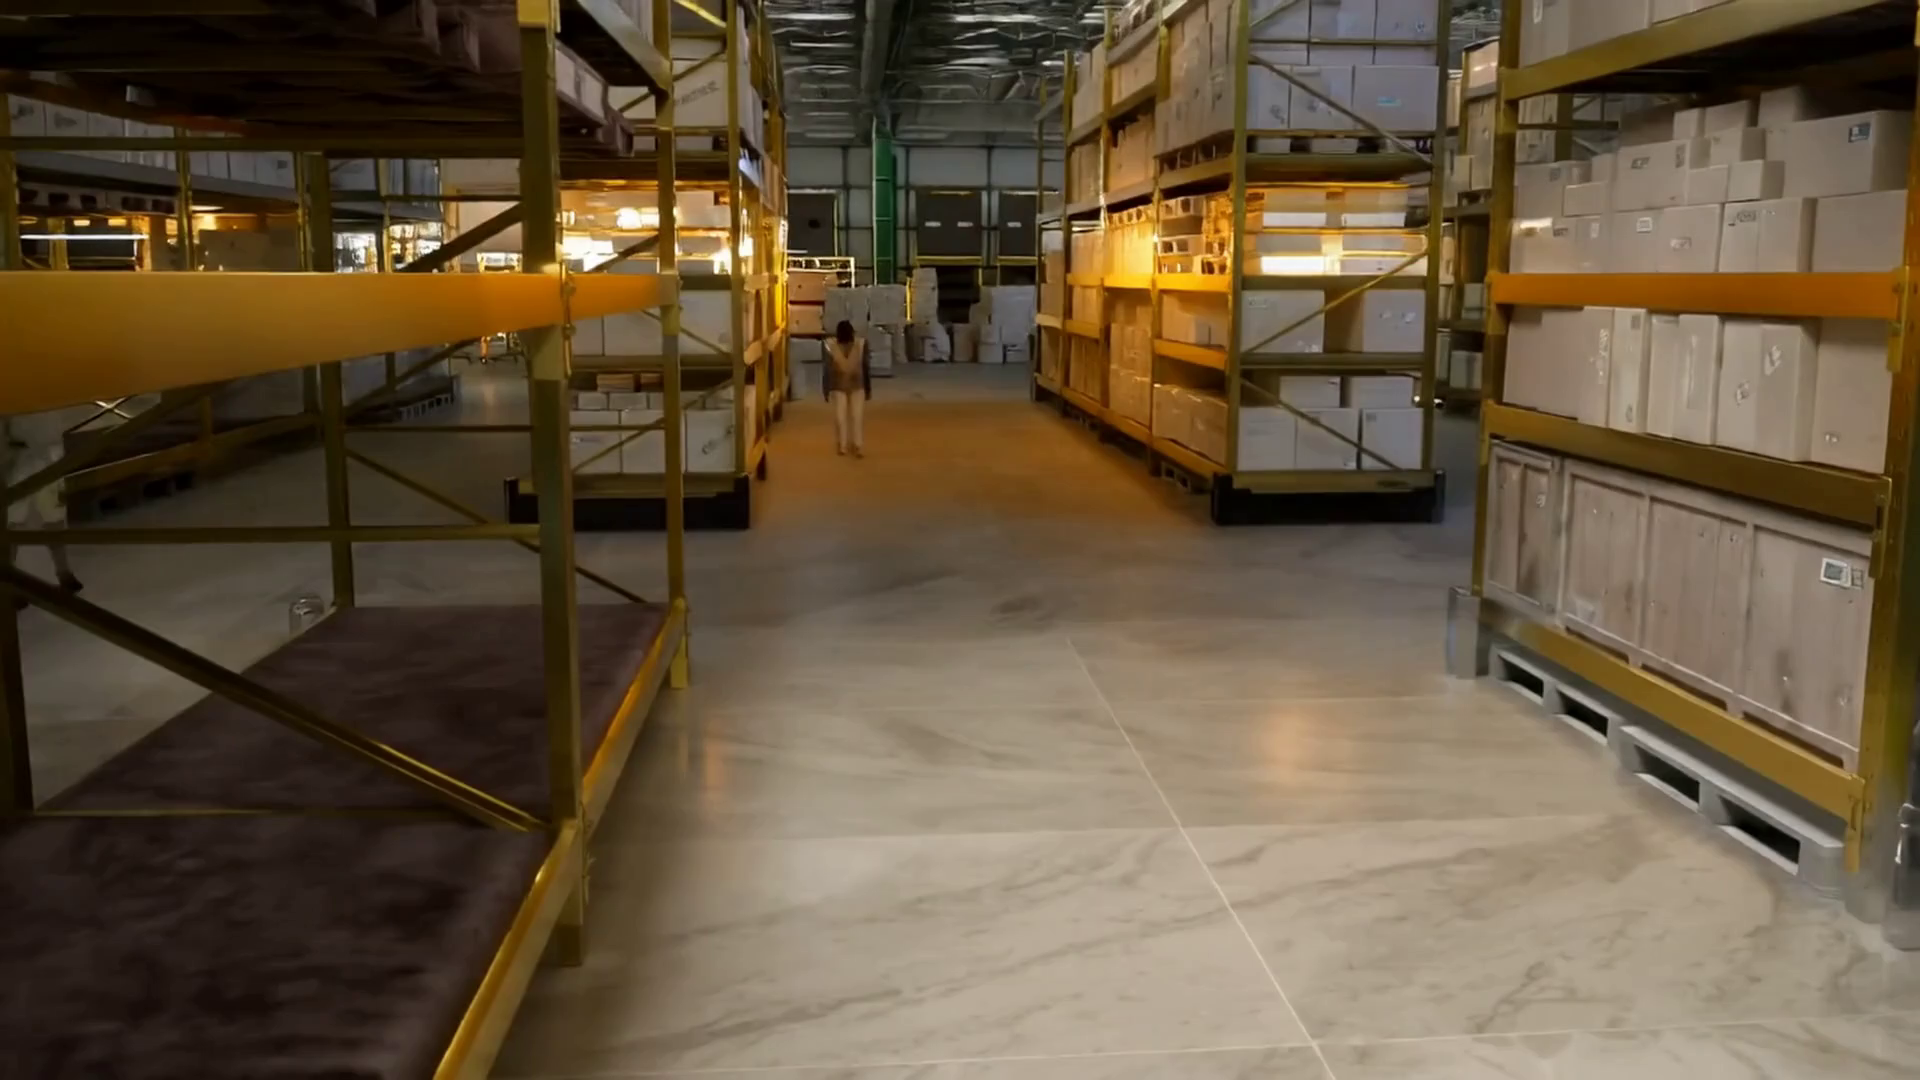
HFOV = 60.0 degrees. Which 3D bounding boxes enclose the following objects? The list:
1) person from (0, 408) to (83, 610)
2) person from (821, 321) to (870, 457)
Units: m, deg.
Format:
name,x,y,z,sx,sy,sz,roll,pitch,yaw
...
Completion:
name,x,y,z,sx,sy,sz,roll,pitch,yaw
person,-6.806,-0.446,12.115,0.549,1.887,1.003,-1,9,-6
person,-1.504,-1.988,21.991,0.660,1.794,0.939,-1,9,-7
